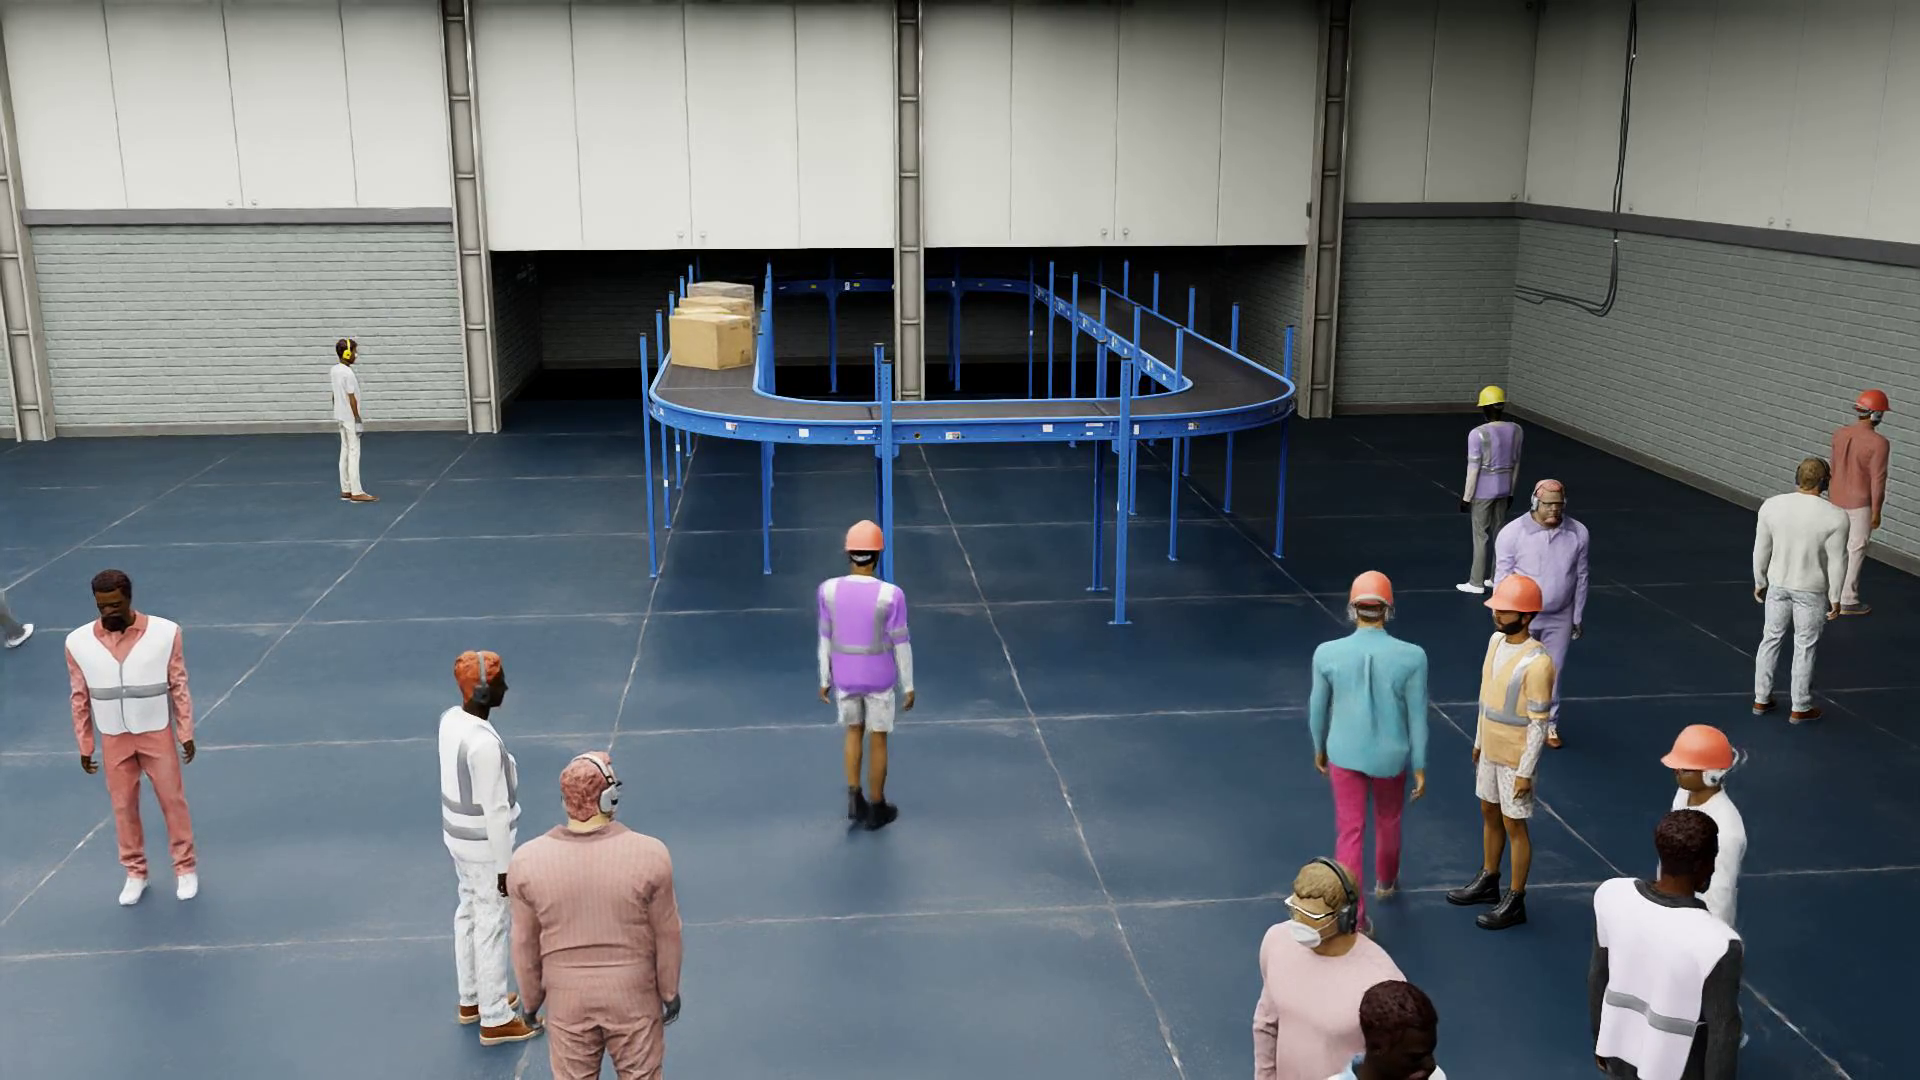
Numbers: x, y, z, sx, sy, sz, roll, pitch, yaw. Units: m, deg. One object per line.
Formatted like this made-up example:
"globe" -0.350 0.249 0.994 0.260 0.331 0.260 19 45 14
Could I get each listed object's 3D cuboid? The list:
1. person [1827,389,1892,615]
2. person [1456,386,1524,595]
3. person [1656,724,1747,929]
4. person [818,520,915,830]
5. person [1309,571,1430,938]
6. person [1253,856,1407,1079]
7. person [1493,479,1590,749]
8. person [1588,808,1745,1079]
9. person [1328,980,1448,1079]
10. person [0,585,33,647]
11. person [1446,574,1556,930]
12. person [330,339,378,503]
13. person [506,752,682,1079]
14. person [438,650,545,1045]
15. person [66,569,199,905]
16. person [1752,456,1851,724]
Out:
"person" 7.884 -0.340 14.630 0.406 1.985 0.619 -4 14 -14
"person" 4.833 -0.450 15.201 0.585 1.920 0.373 -6 15 -24
"person" 3.207 1.625 7.255 0.432 1.735 0.583 1 14 5
"person" -0.566 0.822 10.096 0.588 1.926 0.404 4 15 15
"person" 2.187 1.113 8.898 0.628 1.937 1.011 4 15 16
"person" 1.222 1.954 5.577 0.369 1.932 0.623 -10 17 -35
"person" 3.975 0.513 11.406 0.635 1.900 0.397 0 14 -1
"person" 2.488 1.865 5.941 0.392 1.919 0.592 -8 16 -29
"person" 1.166 2.141 4.865 0.593 1.911 0.389 -10 17 -34
"person" -7.961 0.065 13.277 0.576 1.865 0.986 1 14 3
"person" 2.906 1.118 8.881 0.354 1.942 0.545 -3 14 -13
"person" -6.947 -1.360 18.958 0.327 1.865 0.521 -13 19 -42
"person" -1.394 1.739 6.478 0.639 1.904 0.402 -1 14 -3
"person" -2.225 1.424 7.774 0.337 1.882 0.585 -10 17 -34
"person" -4.541 1.066 9.170 0.600 1.907 0.387 -4 15 -16
"person" 6.017 0.354 11.944 0.357 1.938 0.638 -12 18 -39
